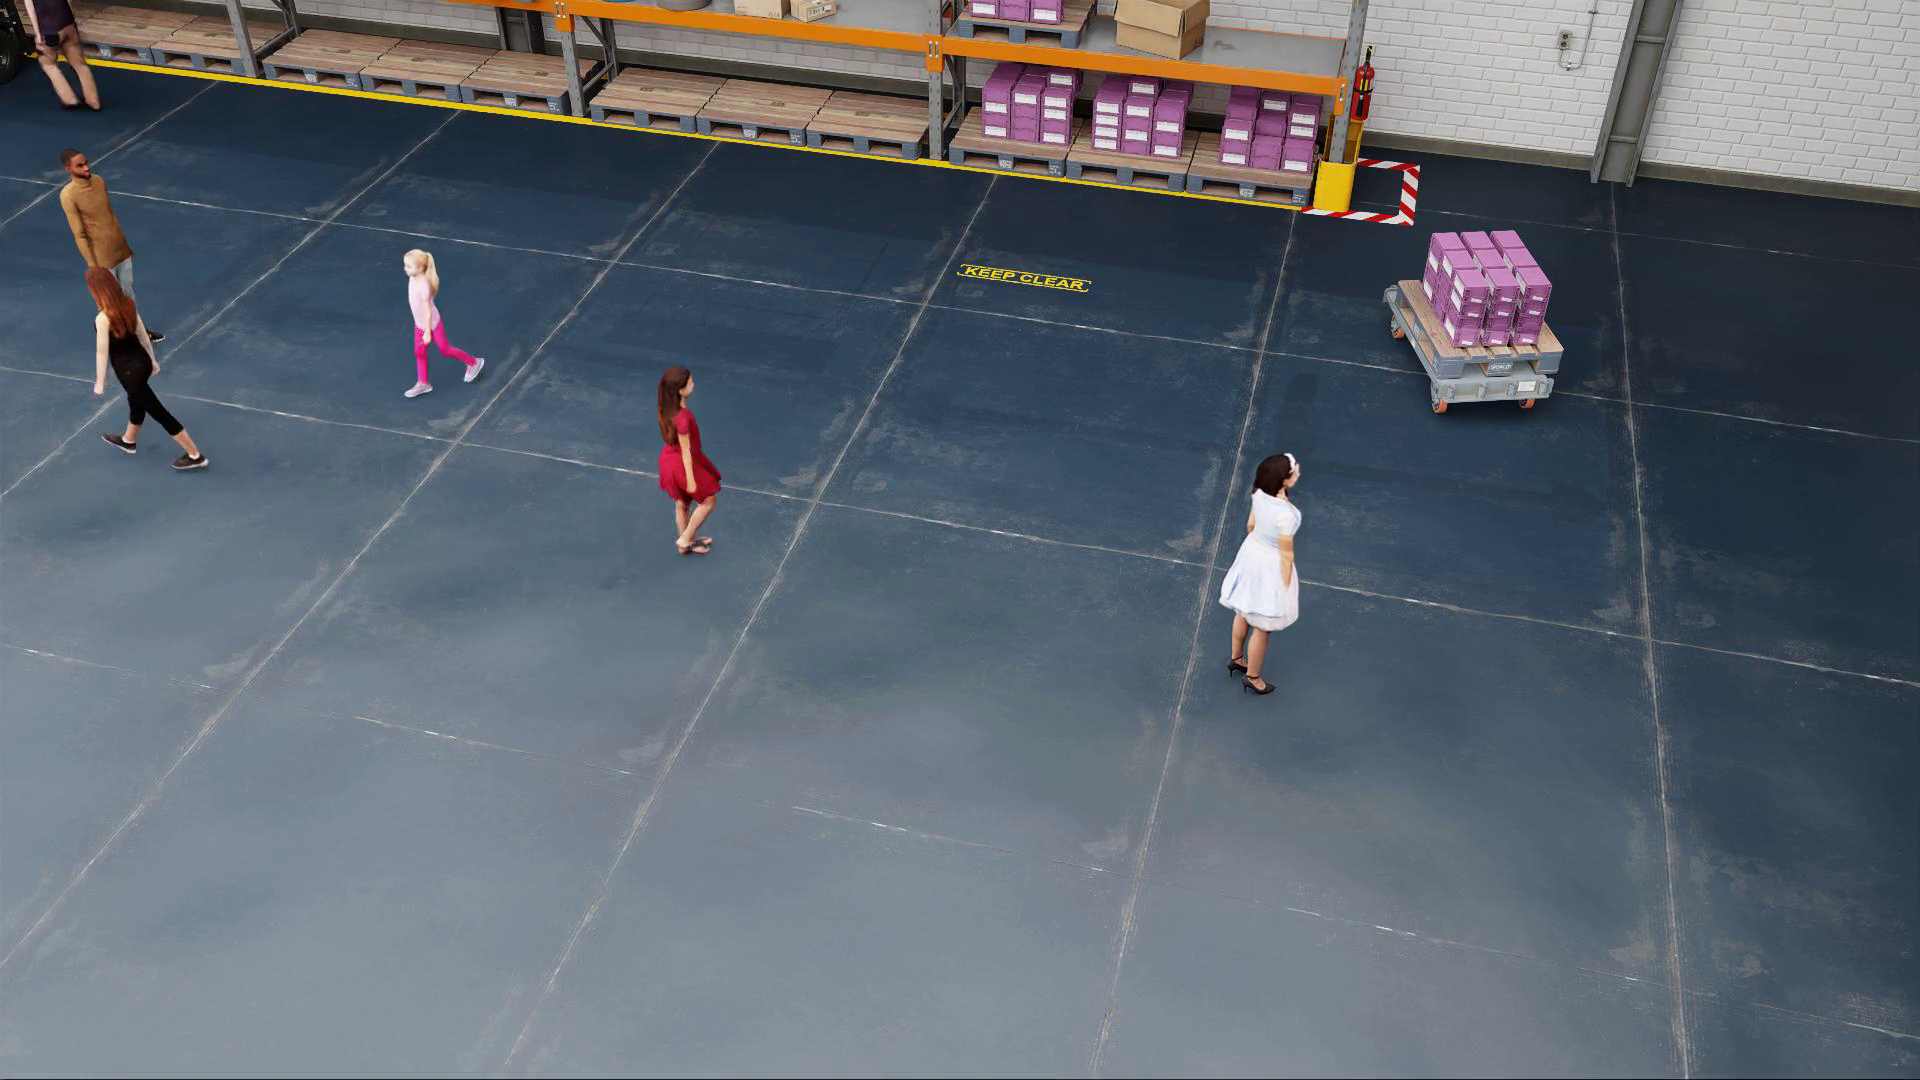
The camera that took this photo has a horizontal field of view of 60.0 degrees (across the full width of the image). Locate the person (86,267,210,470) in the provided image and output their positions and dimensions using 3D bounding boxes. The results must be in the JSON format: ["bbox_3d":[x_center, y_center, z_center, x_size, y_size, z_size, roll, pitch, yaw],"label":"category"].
[{"bbox_3d":[-6.059,-1.231,12.387,1.140,1.689,0.719,3,39,4],"label":"person"}]

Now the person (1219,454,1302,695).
[{"bbox_3d":[1.922,0.211,10.480,0.905,1.815,0.855,-13,41,-16],"label":"person"}]

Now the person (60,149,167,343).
[{"bbox_3d":[-7.055,-2.383,13.728,0.525,1.816,0.627,10,40,12],"label":"person"}]

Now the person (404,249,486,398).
[{"bbox_3d":[-4.221,-1.765,13.404,0.868,1.254,0.895,-28,46,-30],"label":"person"}]

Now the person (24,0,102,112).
[{"bbox_3d":[-9.421,-5.346,17.430,0.777,1.826,0.772,21,43,24],"label":"person"}]

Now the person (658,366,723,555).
[{"bbox_3d":[-1.994,-0.506,11.596,0.771,1.544,0.712,-18,42,-21],"label":"person"}]
